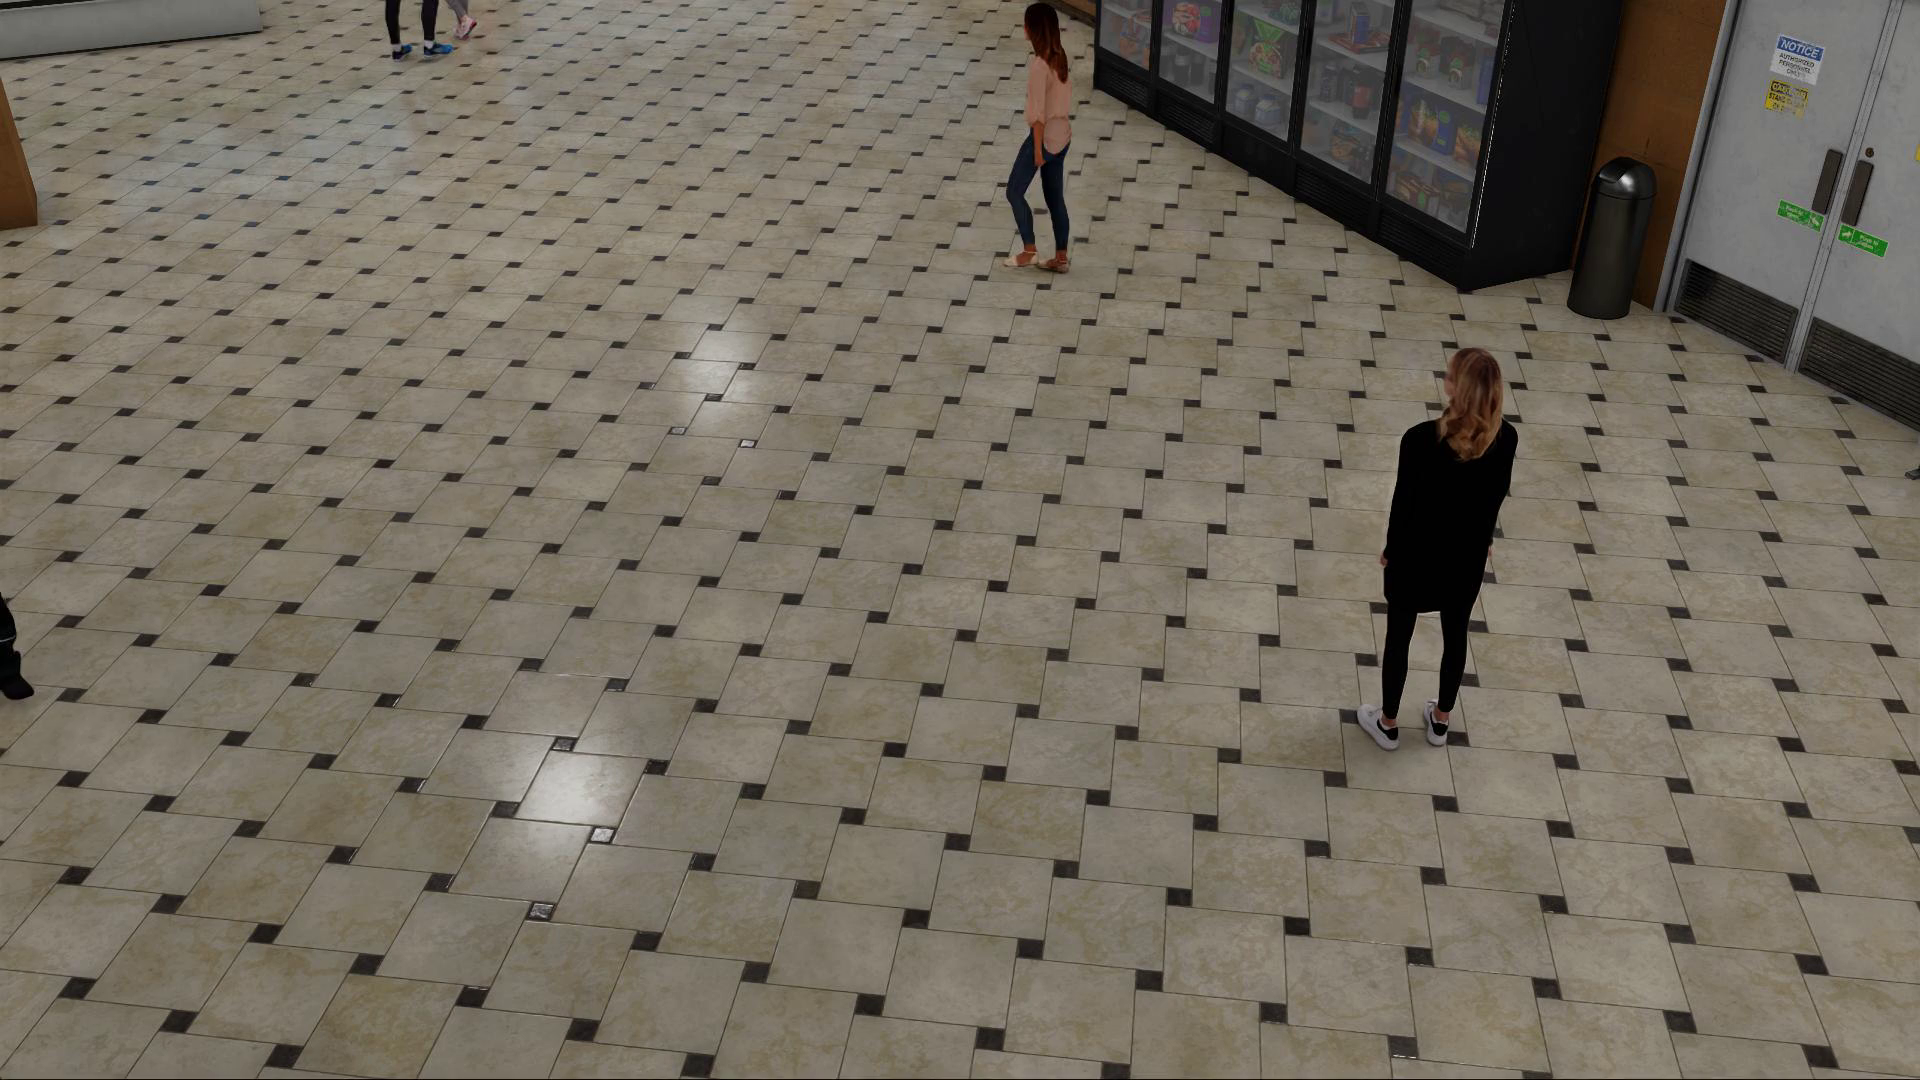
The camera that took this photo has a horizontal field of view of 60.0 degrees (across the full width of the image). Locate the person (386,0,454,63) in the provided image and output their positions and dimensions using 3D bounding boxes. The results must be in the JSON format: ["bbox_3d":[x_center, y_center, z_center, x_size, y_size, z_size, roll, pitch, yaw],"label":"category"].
[{"bbox_3d":[-5.117,-5.281,15.175,0.830,1.801,0.862,20,37,29],"label":"person"}]

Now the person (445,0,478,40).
[{"bbox_3d":[-4.776,-5.531,15.774,0.813,1.594,0.817,25,40,34],"label":"person"}]

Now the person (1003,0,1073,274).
[{"bbox_3d":[0.647,-2.582,10.862,0.816,1.777,0.749,17,36,25],"label":"person"}]

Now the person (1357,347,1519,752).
[{"bbox_3d":[1.894,0.060,6.595,0.567,1.798,0.727,-3,32,-5],"label":"person"}]
